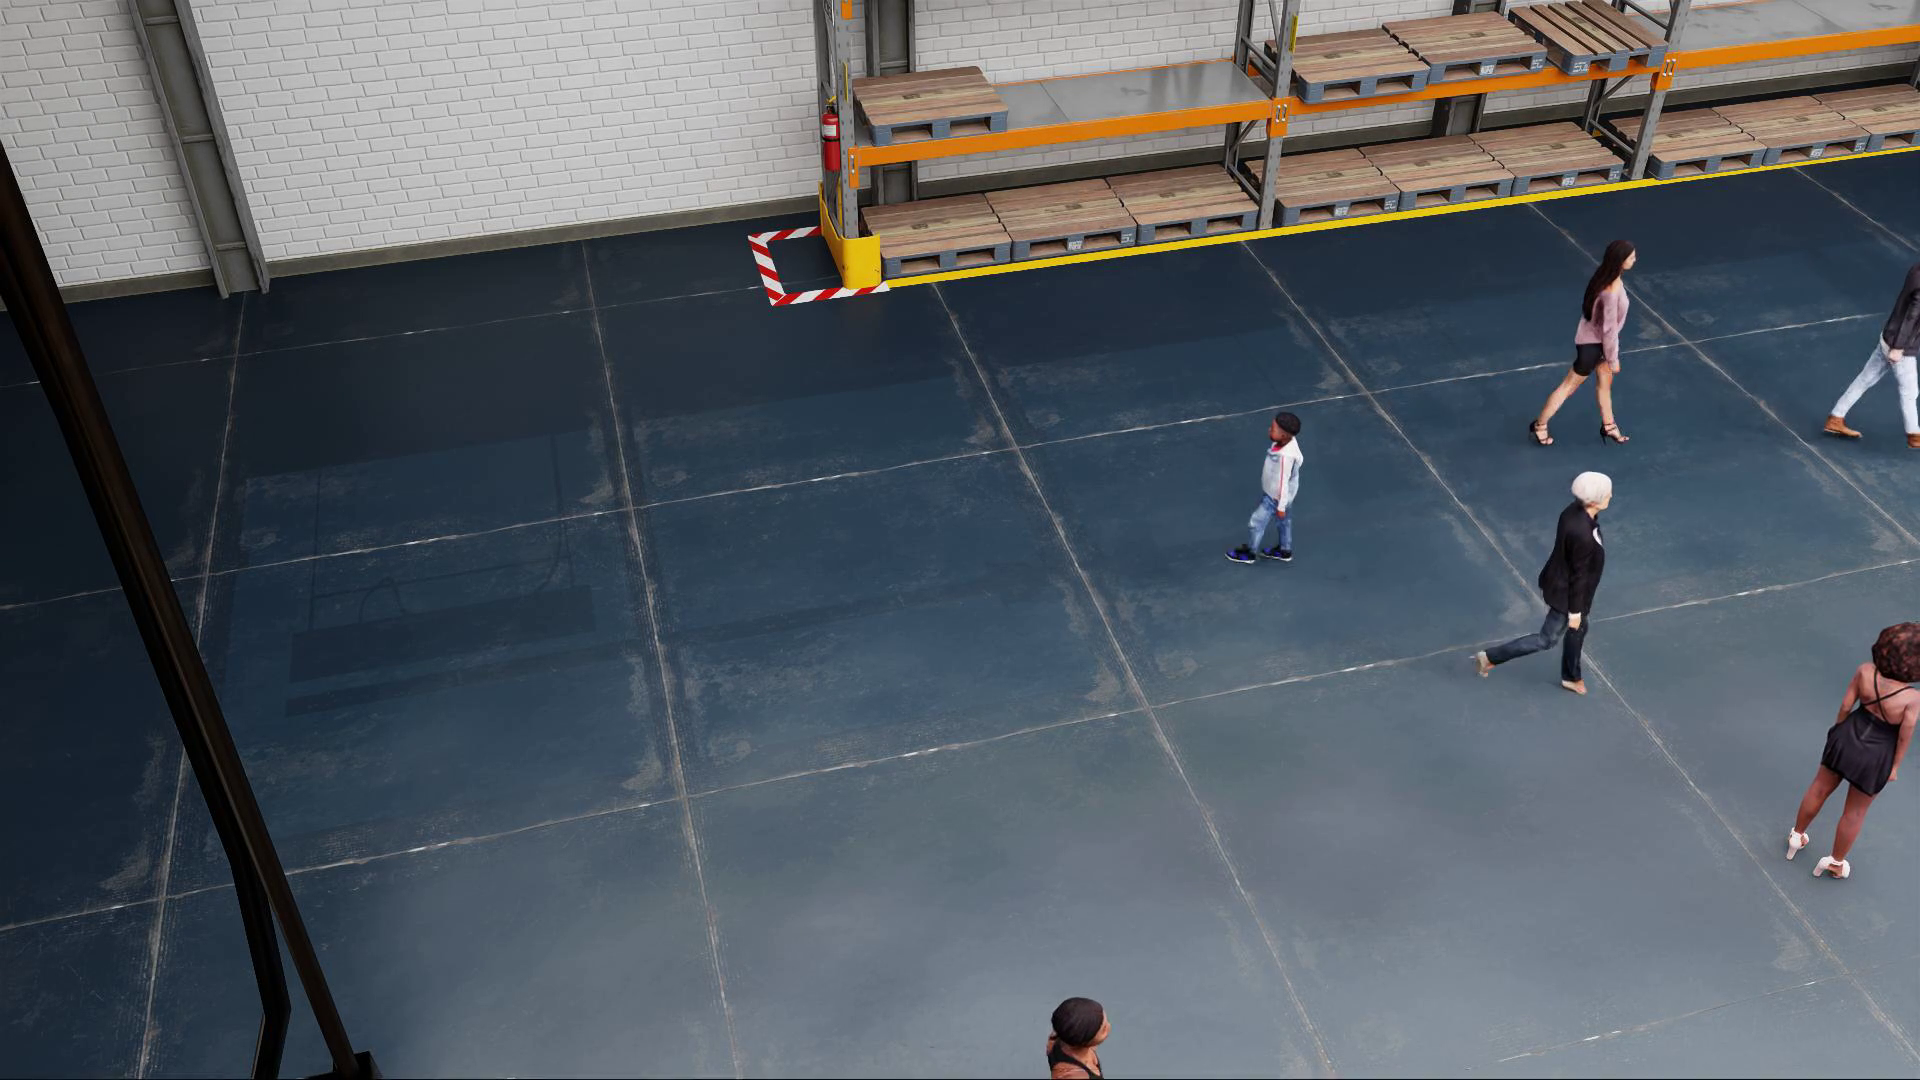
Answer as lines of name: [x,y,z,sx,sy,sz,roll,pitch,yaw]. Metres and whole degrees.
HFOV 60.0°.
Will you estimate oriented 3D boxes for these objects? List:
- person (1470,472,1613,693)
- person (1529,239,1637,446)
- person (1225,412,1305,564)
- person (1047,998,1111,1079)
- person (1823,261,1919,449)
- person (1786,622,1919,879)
person: [3.763,0.344,10.448,1.172,1.767,1.102,12,40,15]
person: [4.632,-1.435,12.484,1.100,1.781,0.937,10,40,12]
person: [2.274,-0.336,11.538,0.780,1.243,0.675,8,39,10]
person: [0.389,2.653,7.466,1.222,1.654,0.801,0,39,0]
person: [6.995,-1.496,12.543,1.196,1.802,1.050,12,40,15]
person: [4.980,1.181,9.201,0.625,1.788,0.628,-21,43,-24]
